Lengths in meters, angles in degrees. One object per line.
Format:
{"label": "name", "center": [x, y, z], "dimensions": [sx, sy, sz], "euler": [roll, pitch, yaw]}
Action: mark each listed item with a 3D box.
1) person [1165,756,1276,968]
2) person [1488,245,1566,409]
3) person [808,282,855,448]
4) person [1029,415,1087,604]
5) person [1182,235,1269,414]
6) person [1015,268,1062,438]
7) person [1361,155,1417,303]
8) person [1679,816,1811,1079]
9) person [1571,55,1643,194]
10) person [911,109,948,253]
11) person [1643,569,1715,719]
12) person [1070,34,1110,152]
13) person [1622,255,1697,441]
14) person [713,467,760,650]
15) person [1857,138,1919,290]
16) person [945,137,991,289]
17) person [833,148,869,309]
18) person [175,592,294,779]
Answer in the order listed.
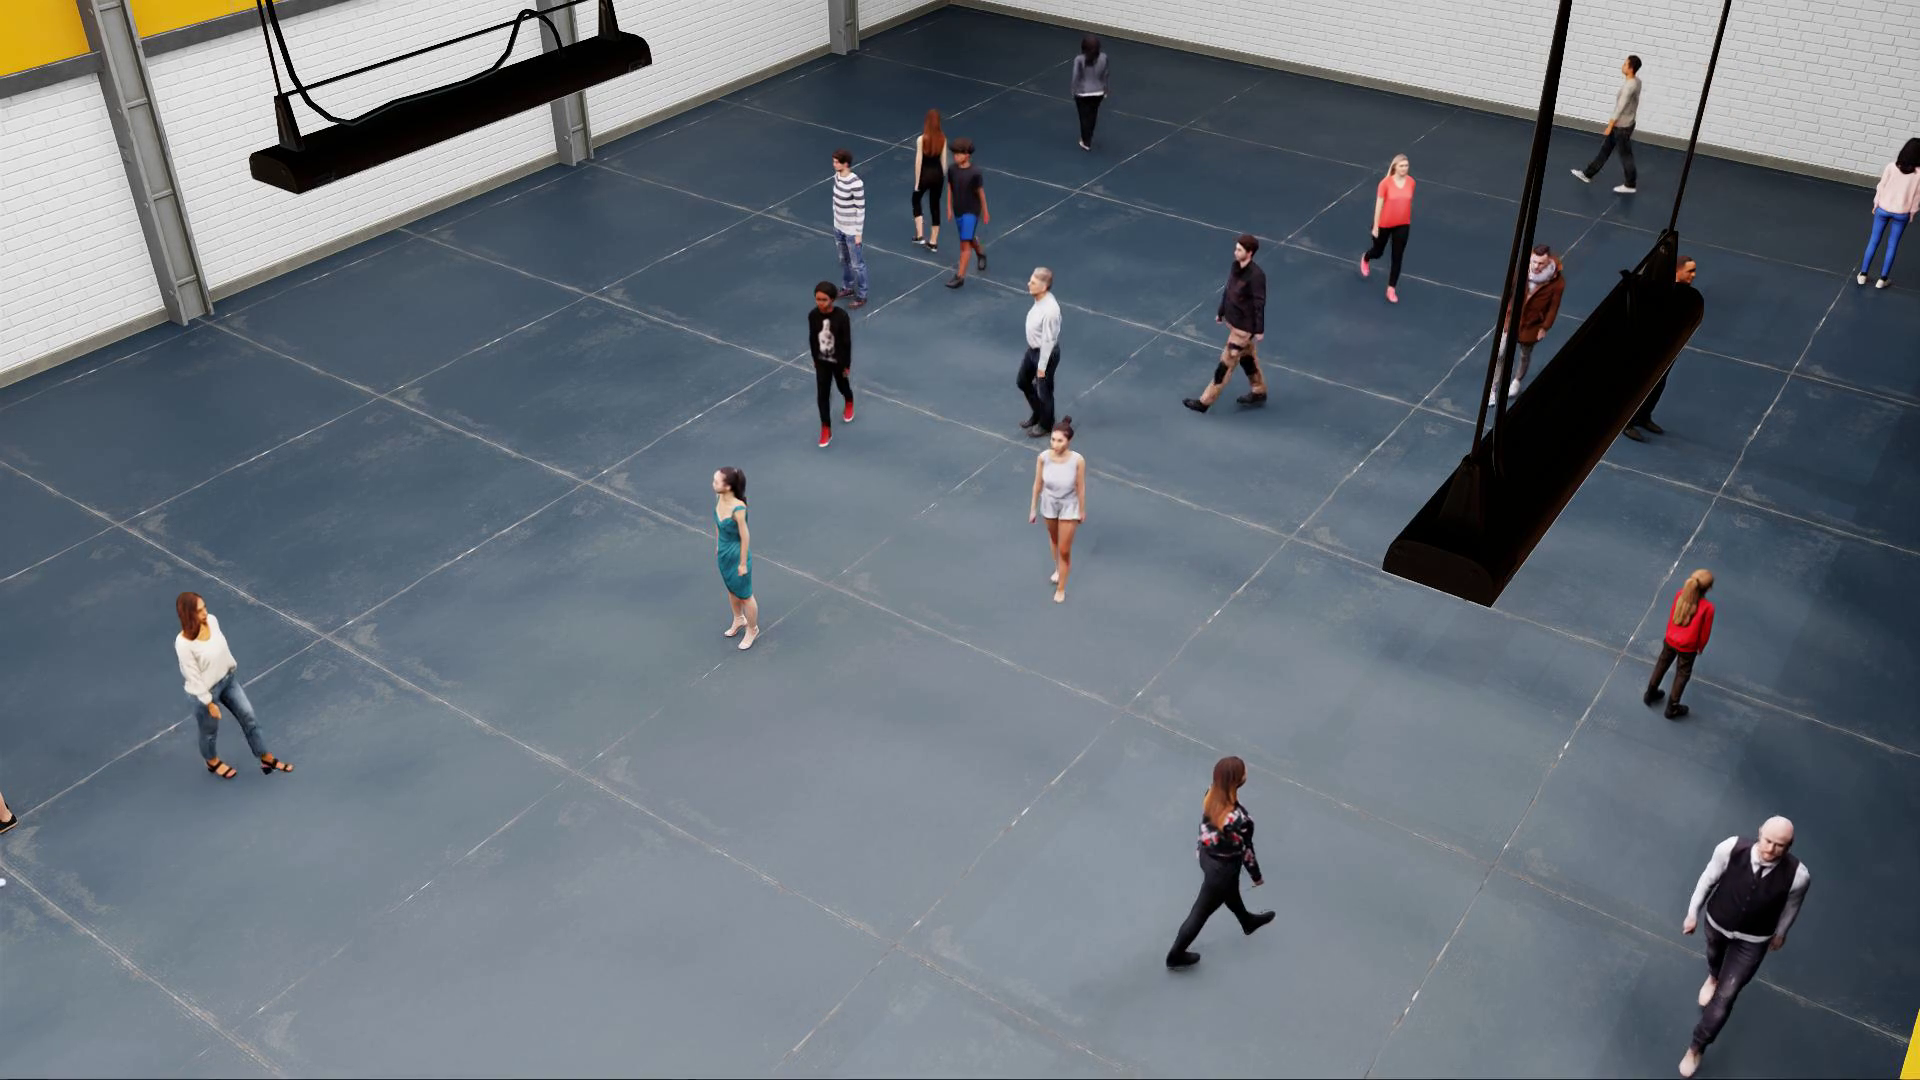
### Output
{"label": "person", "center": [1.569, 2.082, 10.502], "dimensions": [1.110, 1.637, 0.989], "euler": [-9, 35, -13]}
{"label": "person", "center": [5.728, -2.216, 16.835], "dimensions": [0.846, 1.784, 1.137], "euler": [18, 38, 25]}
{"label": "person", "center": [-1.229, -1.793, 16.320], "dimensions": [0.893, 1.650, 1.129], "euler": [5, 34, 7]}
{"label": "person", "center": [0.879, -0.333, 14.171], "dimensions": [0.717, 1.598, 0.874], "euler": [12, 35, 17]}
{"label": "person", "center": [2.899, -2.140, 16.644], "dimensions": [1.310, 1.870, 1.173], "euler": [-10, 35, -15]}
{"label": "person", "center": [0.883, -1.828, 16.225], "dimensions": [0.835, 1.813, 0.786], "euler": [-7, 34, -11]}
{"label": "person", "center": [4.903, -3.617, 19.043], "dimensions": [1.014, 1.673, 1.094], "euler": [-5, 34, -7]}
{"label": "person", "center": [4.712, 2.303, 10.043], "dimensions": [0.736, 1.776, 1.212], "euler": [23, 40, 30]}
{"label": "person", "center": [8.698, -5.352, 21.561], "dimensions": [0.865, 1.775, 1.091], "euler": [14, 36, 21]}
{"label": "person", "center": [-0.320, -4.297, 20.034], "dimensions": [0.754, 1.709, 0.818], "euler": [-16, 37, -22]}
{"label": "person", "center": [5.558, 0.777, 12.788], "dimensions": [0.577, 1.279, 0.556], "euler": [-19, 38, -26]}
{"label": "person", "center": [1.811, -6.167, 22.962], "dimensions": [0.858, 1.581, 0.922], "euler": [-11, 35, -16]}
{"label": "person", "center": [6.823, -1.900, 16.241], "dimensions": [0.660, 1.916, 0.823], "euler": [-20, 39, -27]}
{"label": "person", "center": [-1.813, 0.134, 13.388], "dimensions": [0.573, 1.686, 0.613], "euler": [-23, 40, -30]}
{"label": "person", "center": [10.778, -3.784, 19.208], "dimensions": [0.653, 1.768, 0.550], "euler": [23, 40, 31]}
{"label": "person", "center": [0.135, -3.843, 19.314], "dimensions": [0.682, 1.749, 1.158], "euler": [17, 37, 24]}
{"label": "person", "center": [-1.245, -3.535, 18.761], "dimensions": [0.636, 1.850, 0.708], "euler": [-23, 40, -30]}
{"label": "person", "center": [-5.485, 1.060, 12.021], "dimensions": [0.893, 1.657, 0.936], "euler": [8, 34, 12]}
